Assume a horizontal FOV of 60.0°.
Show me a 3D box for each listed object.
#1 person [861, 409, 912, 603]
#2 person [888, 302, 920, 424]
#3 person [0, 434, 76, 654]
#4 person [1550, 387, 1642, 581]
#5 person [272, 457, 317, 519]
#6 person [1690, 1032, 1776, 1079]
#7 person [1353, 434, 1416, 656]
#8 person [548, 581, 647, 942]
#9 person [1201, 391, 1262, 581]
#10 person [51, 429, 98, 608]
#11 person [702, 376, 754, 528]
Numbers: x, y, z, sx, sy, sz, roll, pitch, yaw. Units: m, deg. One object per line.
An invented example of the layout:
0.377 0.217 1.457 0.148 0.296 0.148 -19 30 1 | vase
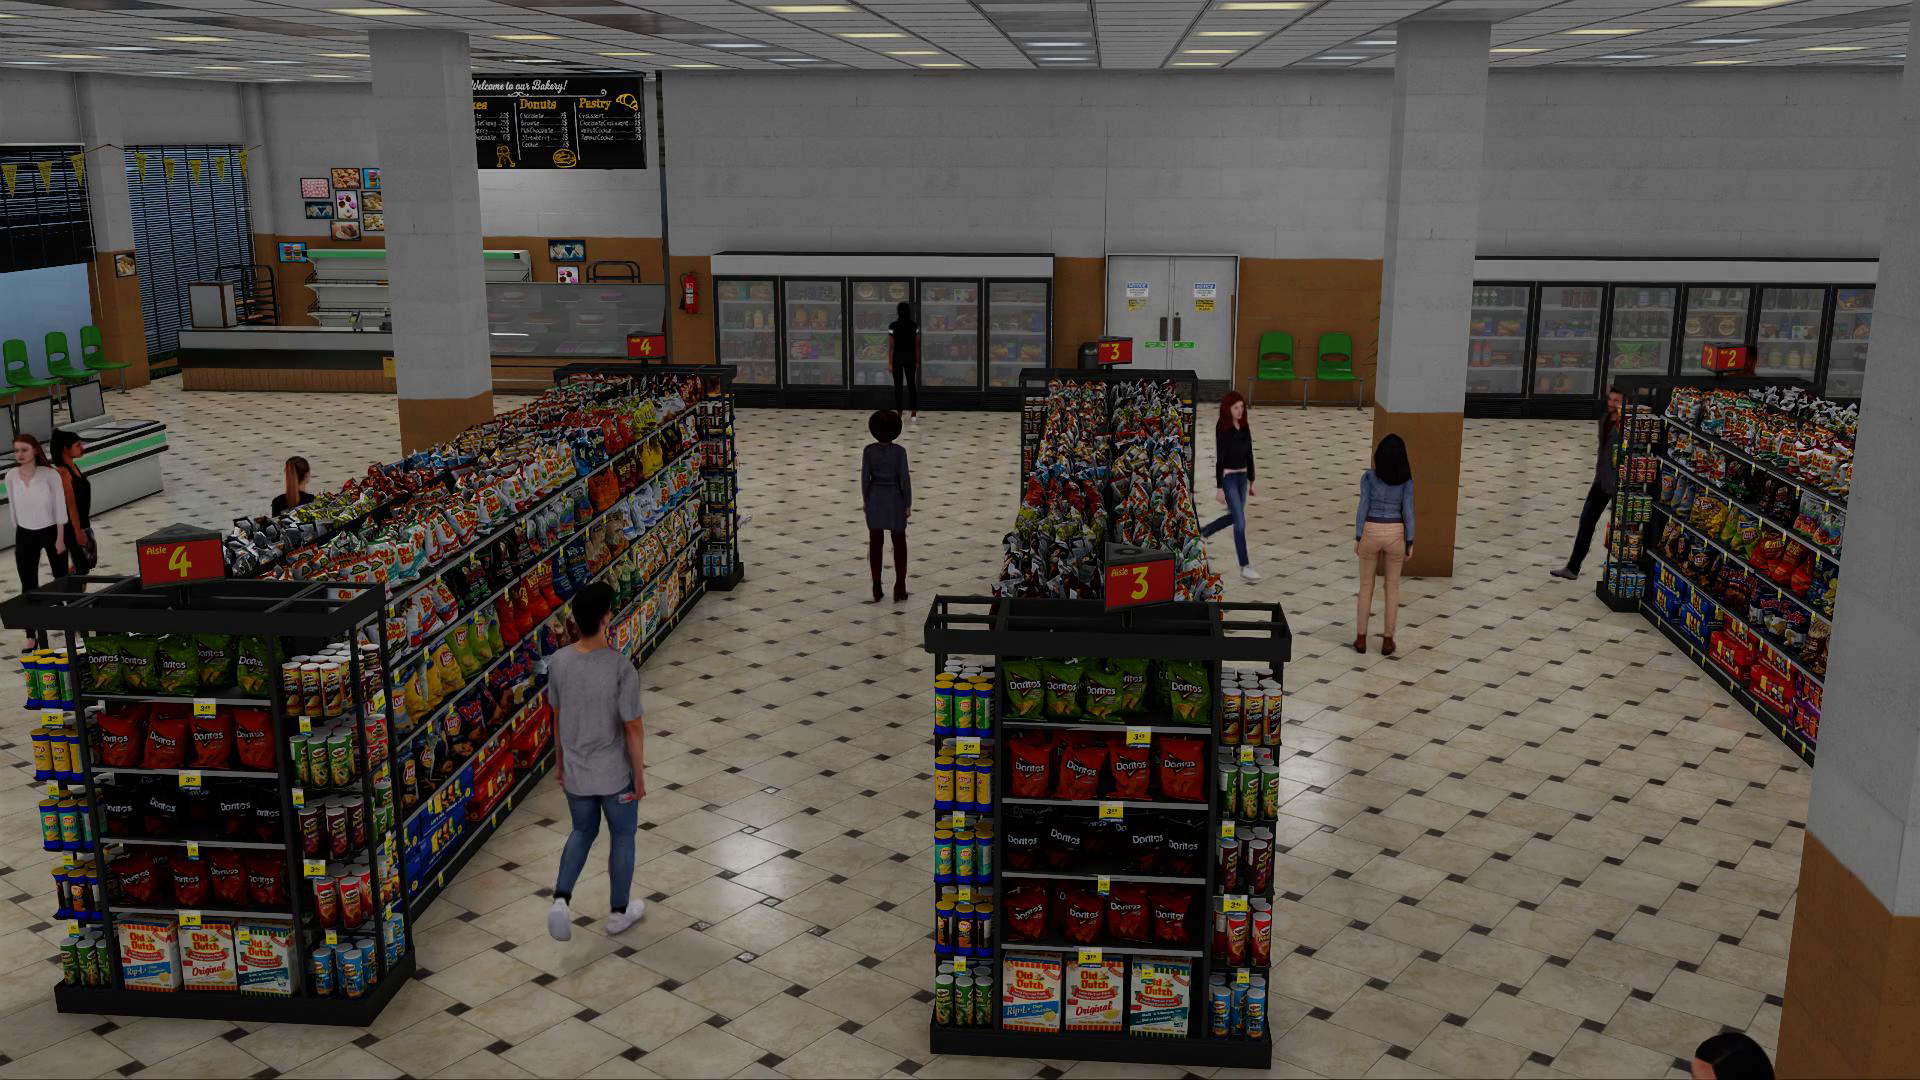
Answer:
-0.661 -0.297 14.640 0.604 1.710 0.516 3 14 10 | person
-0.807 -2.554 23.906 0.693 1.729 0.686 -5 14 -19 | person
-7.317 0.024 13.348 0.820 1.697 1.242 -2 14 -9 | person
6.039 -0.491 15.193 1.137 1.827 1.259 -5 15 -20 | person
-5.018 0.221 12.589 0.702 1.670 0.747 4 14 18 | person
2.007 2.130 4.493 0.797 1.776 0.695 -2 14 -10 | person
3.341 0.034 13.144 0.631 1.772 0.592 3 14 12 | person
-1.855 1.152 8.322 0.787 1.873 0.993 4 14 16 | person
2.454 -0.498 15.379 1.072 1.753 1.148 -12 18 -40 | person
-7.544 -0.108 13.976 0.804 1.655 0.783 -3 14 -13 | person
-2.564 -0.809 16.840 1.203 1.669 1.115 -12 18 -41 | person
